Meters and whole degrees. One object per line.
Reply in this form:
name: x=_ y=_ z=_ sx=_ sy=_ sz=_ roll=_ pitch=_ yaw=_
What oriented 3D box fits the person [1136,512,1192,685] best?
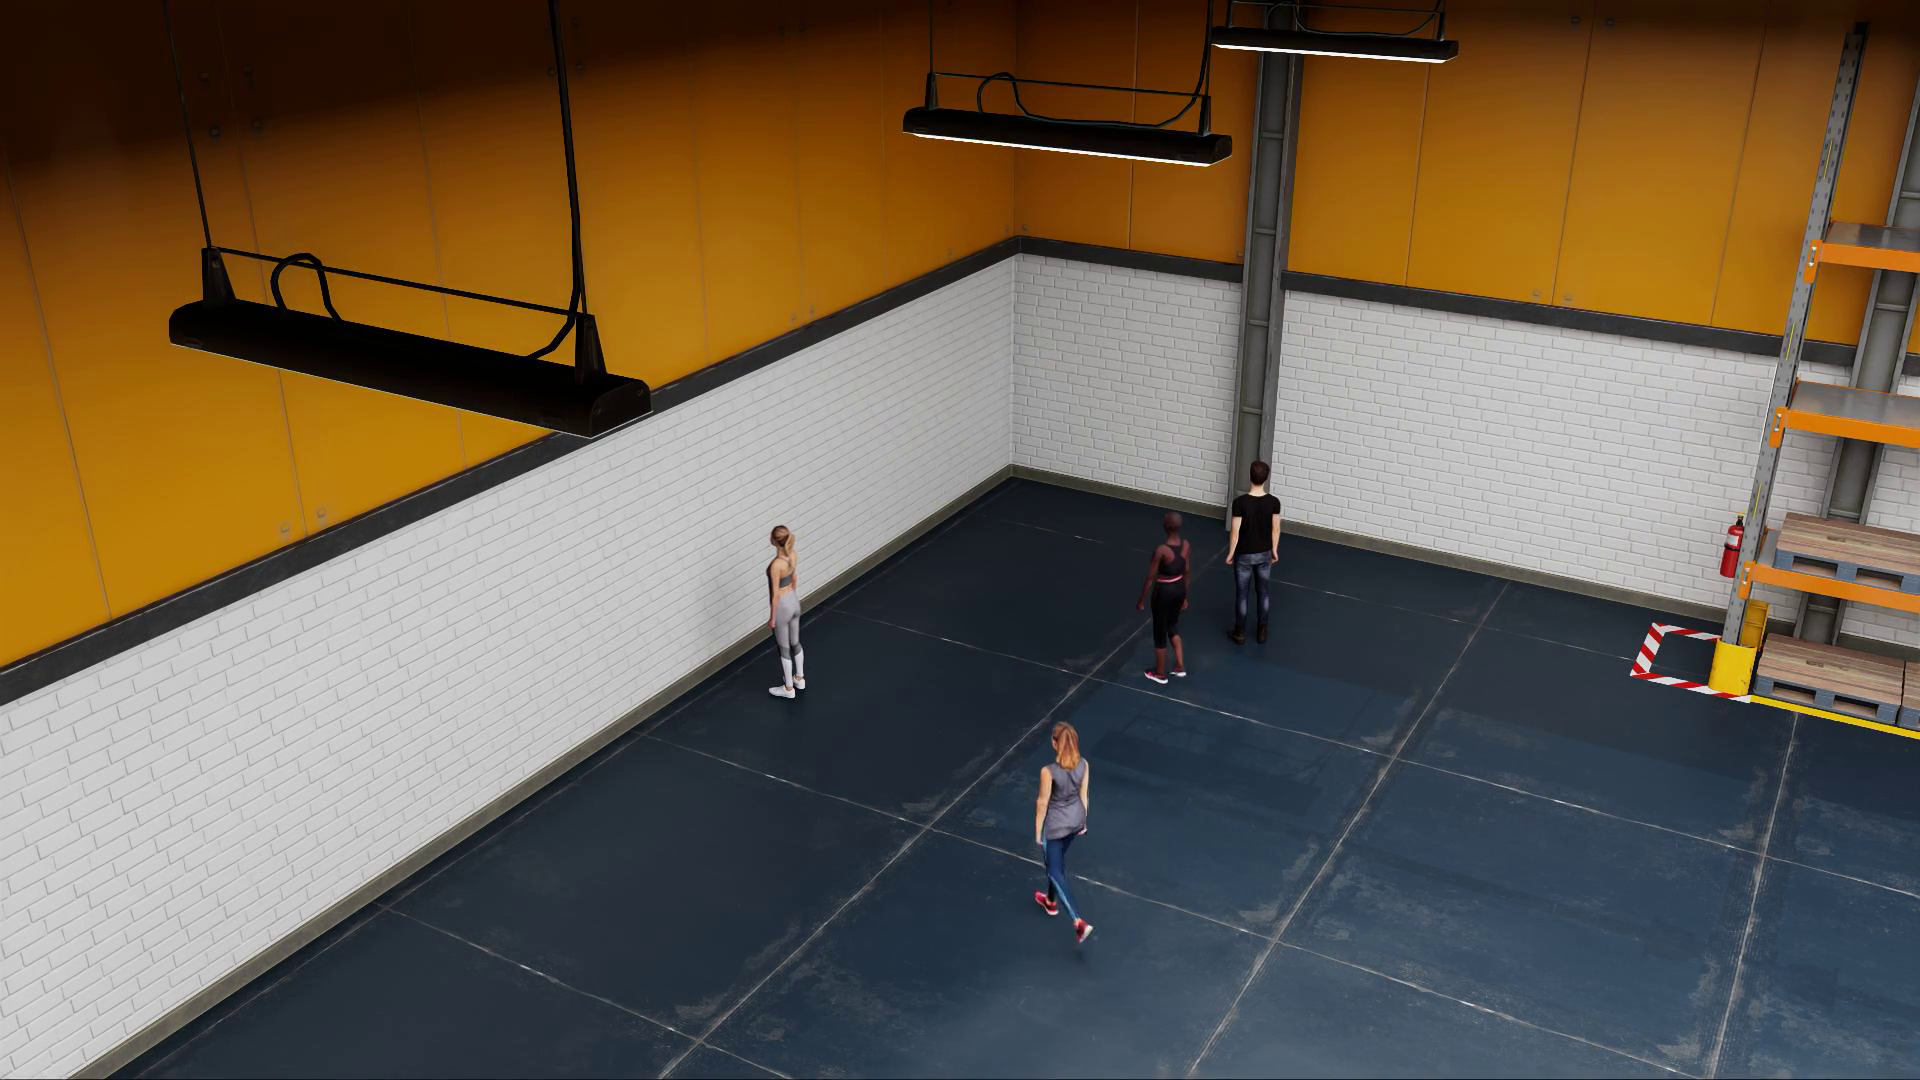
person: x=1.989 y=0.575 z=15.551 sx=0.745 sy=1.753 sz=0.802 roll=-15 pitch=28 yaw=-30

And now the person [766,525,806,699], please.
person: x=-1.624 y=0.651 z=15.439 sx=0.523 sy=1.703 sz=0.574 roll=12 pitch=26 yaw=25

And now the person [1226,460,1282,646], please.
person: x=2.896 y=0.130 z=16.390 sx=0.715 sy=1.896 sz=0.822 roll=-2 pitch=24 yaw=-4

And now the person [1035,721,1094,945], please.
person: x=0.772 y=2.132 z=12.053 sx=0.935 sy=1.700 sz=1.139 roll=-12 pitch=26 yaw=-26
